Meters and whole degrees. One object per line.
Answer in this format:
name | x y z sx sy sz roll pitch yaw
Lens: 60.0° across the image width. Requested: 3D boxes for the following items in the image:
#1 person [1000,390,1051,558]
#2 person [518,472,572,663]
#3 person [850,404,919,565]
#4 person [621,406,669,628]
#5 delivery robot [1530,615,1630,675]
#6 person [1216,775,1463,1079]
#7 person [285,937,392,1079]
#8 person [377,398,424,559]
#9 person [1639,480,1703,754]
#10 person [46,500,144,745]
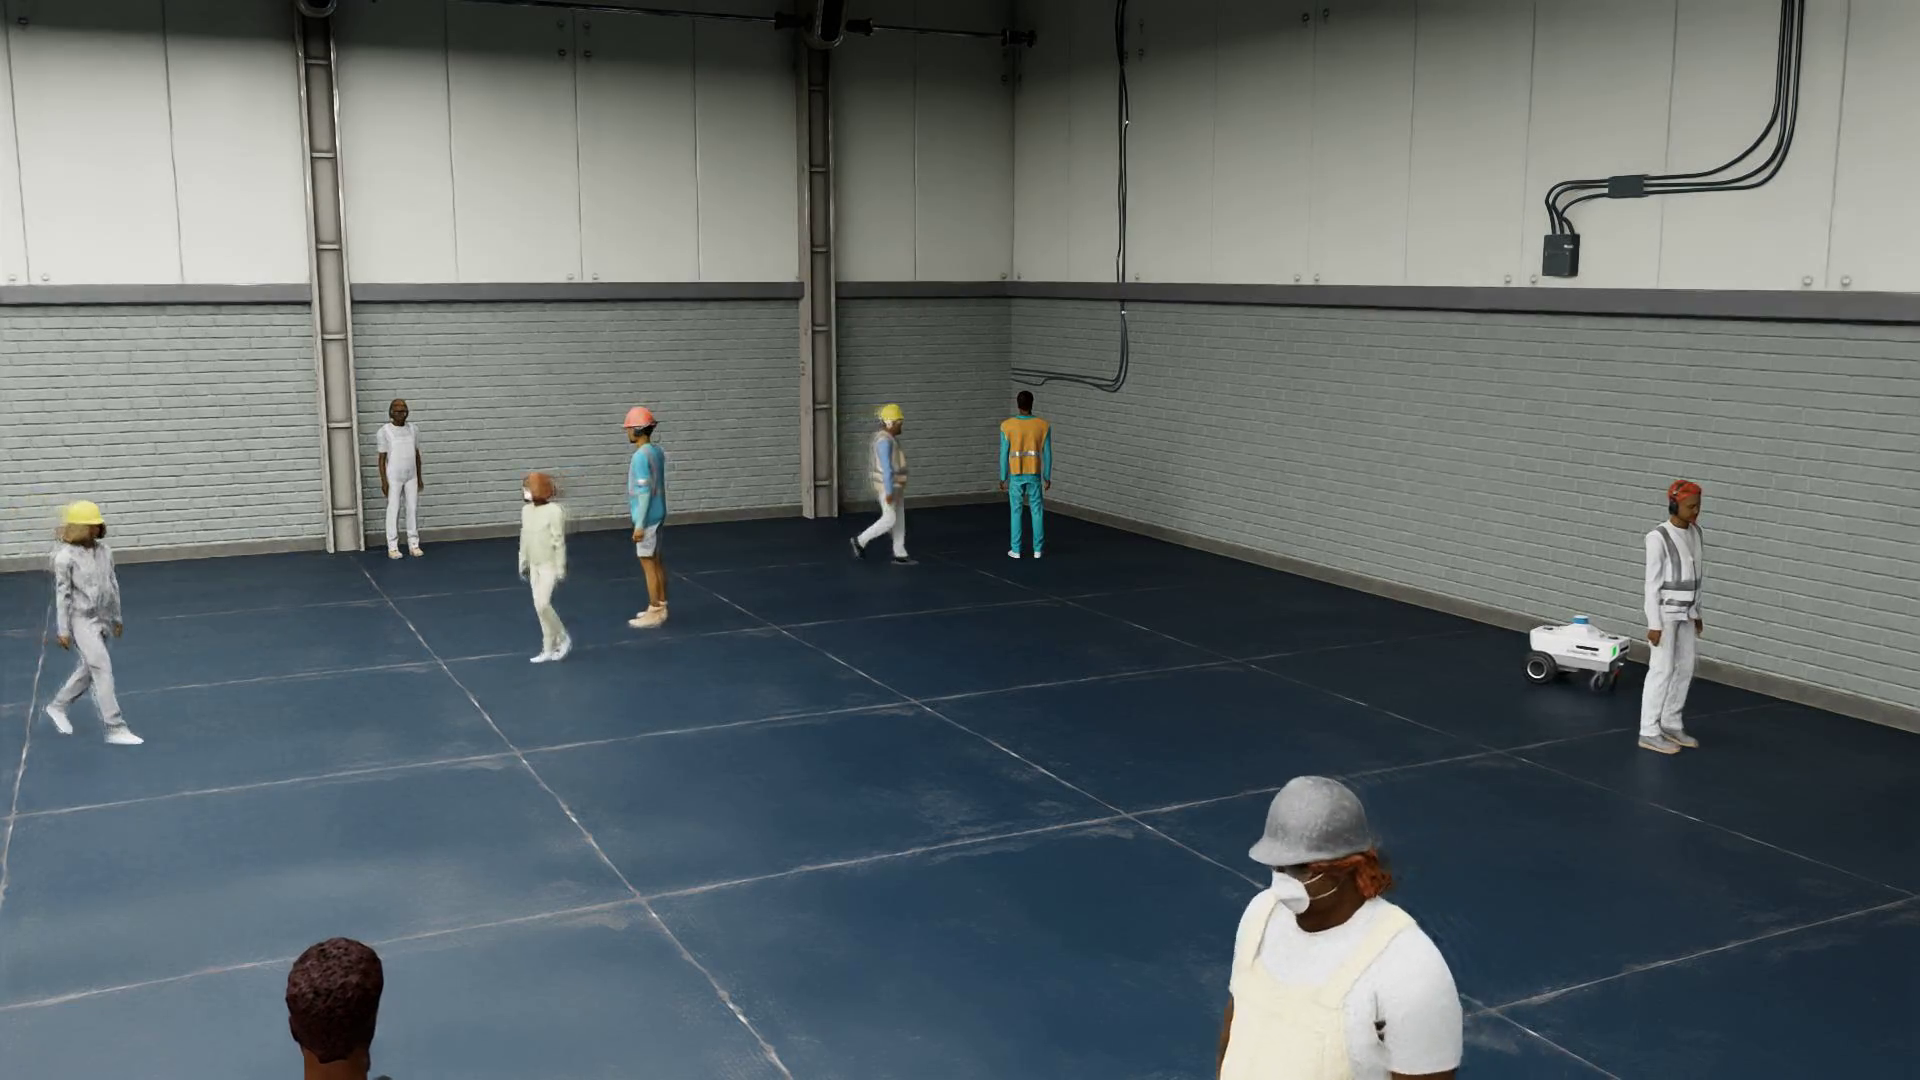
person | 0.750 -0.745 18.996 0.592 1.916 0.375 -1 9 -5
person | -3.490 0.236 13.856 0.525 1.619 0.351 8 12 39
person | -0.829 -0.610 18.480 0.676 1.817 0.602 1 9 7
person | -2.908 -0.210 15.315 0.390 2.040 0.614 1 9 3
delivery robot | 4.896 0.838 13.141 0.707 0.478 0.477 8 12 40
person | 0.873 1.578 4.303 0.620 2.000 0.700 -5 11 -29
person | -1.278 1.779 3.493 0.594 1.909 0.396 -3 10 -20
person | -6.378 -0.699 18.982 0.341 1.839 0.501 9 13 42
person | 4.865 0.518 11.357 0.585 1.879 0.357 -7 11 -36
person | -6.097 0.563 11.573 0.805 1.717 0.493 2 9 14
